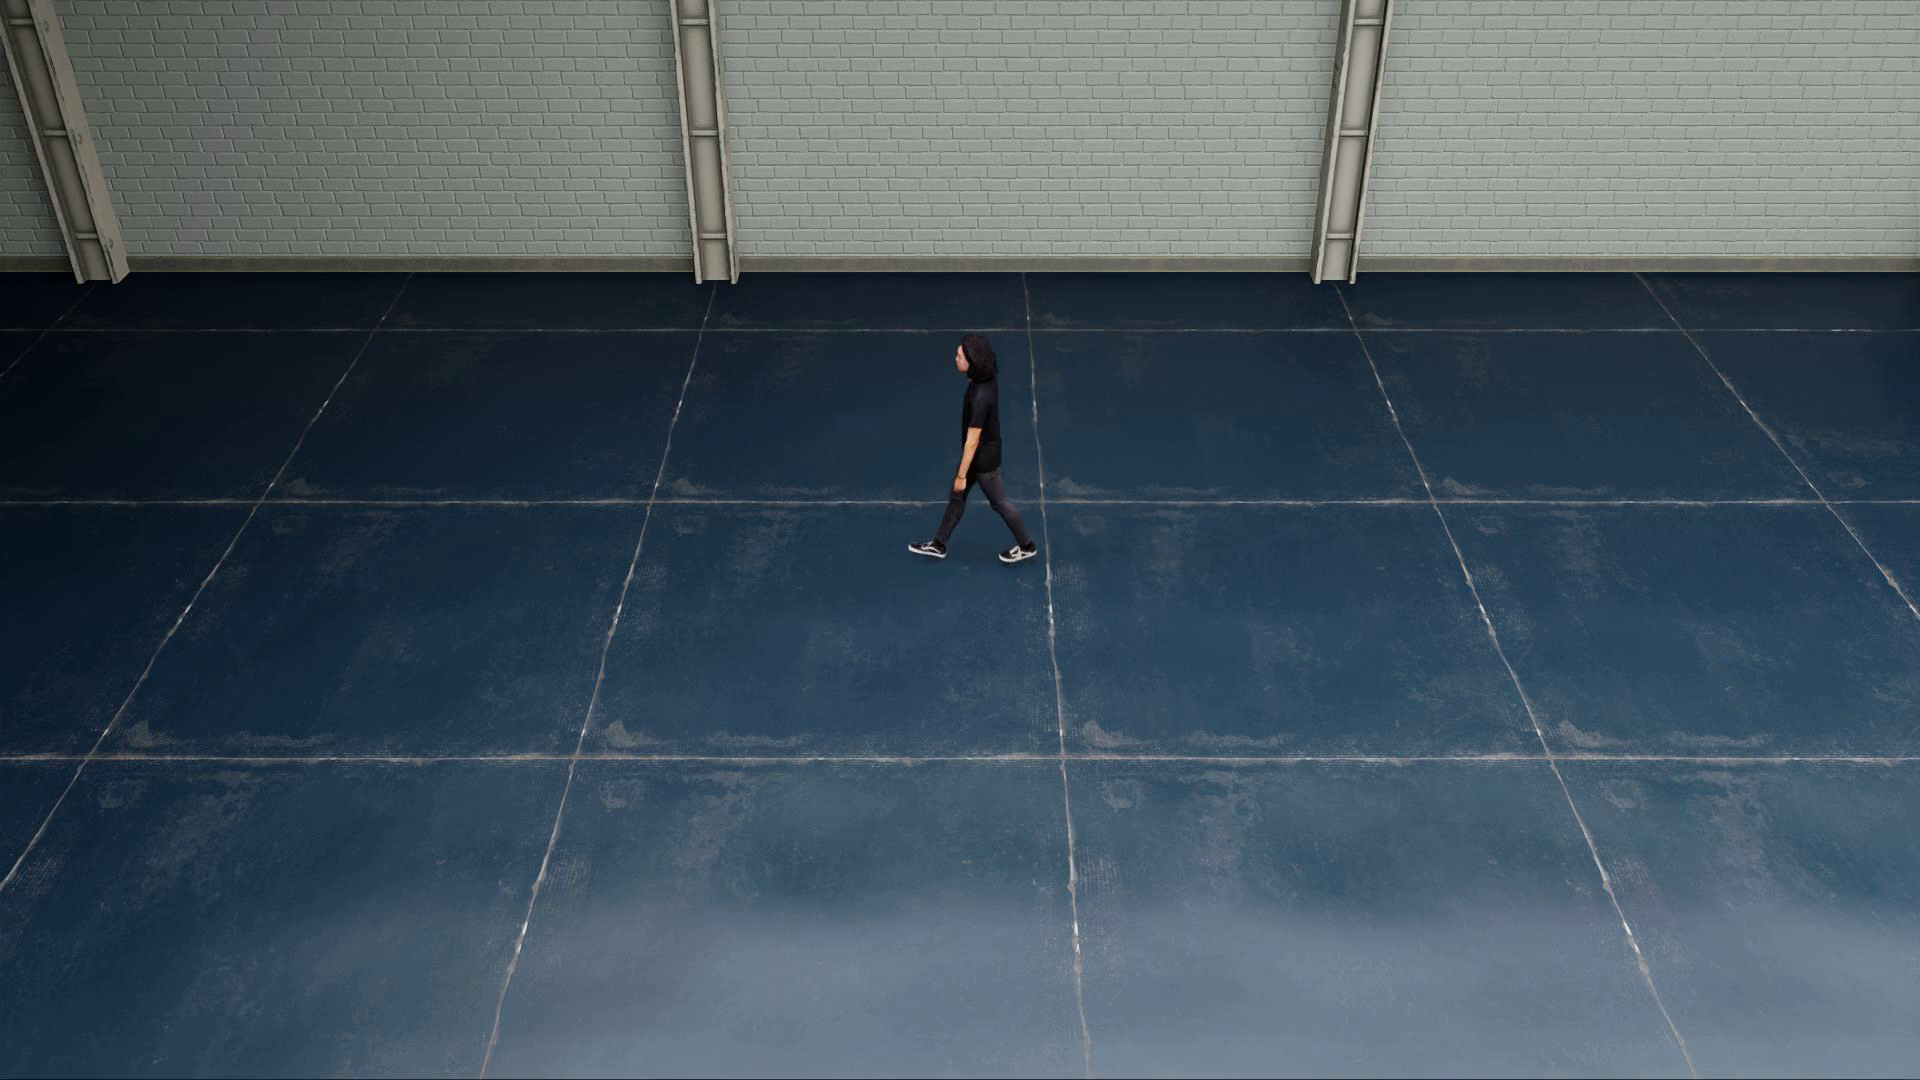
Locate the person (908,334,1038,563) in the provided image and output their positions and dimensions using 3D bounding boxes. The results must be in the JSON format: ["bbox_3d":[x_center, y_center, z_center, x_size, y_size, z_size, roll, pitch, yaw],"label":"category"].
[{"bbox_3d":[0.241,-0.581,11.543,1.131,1.786,0.636,0,33,0],"label":"person"}]
